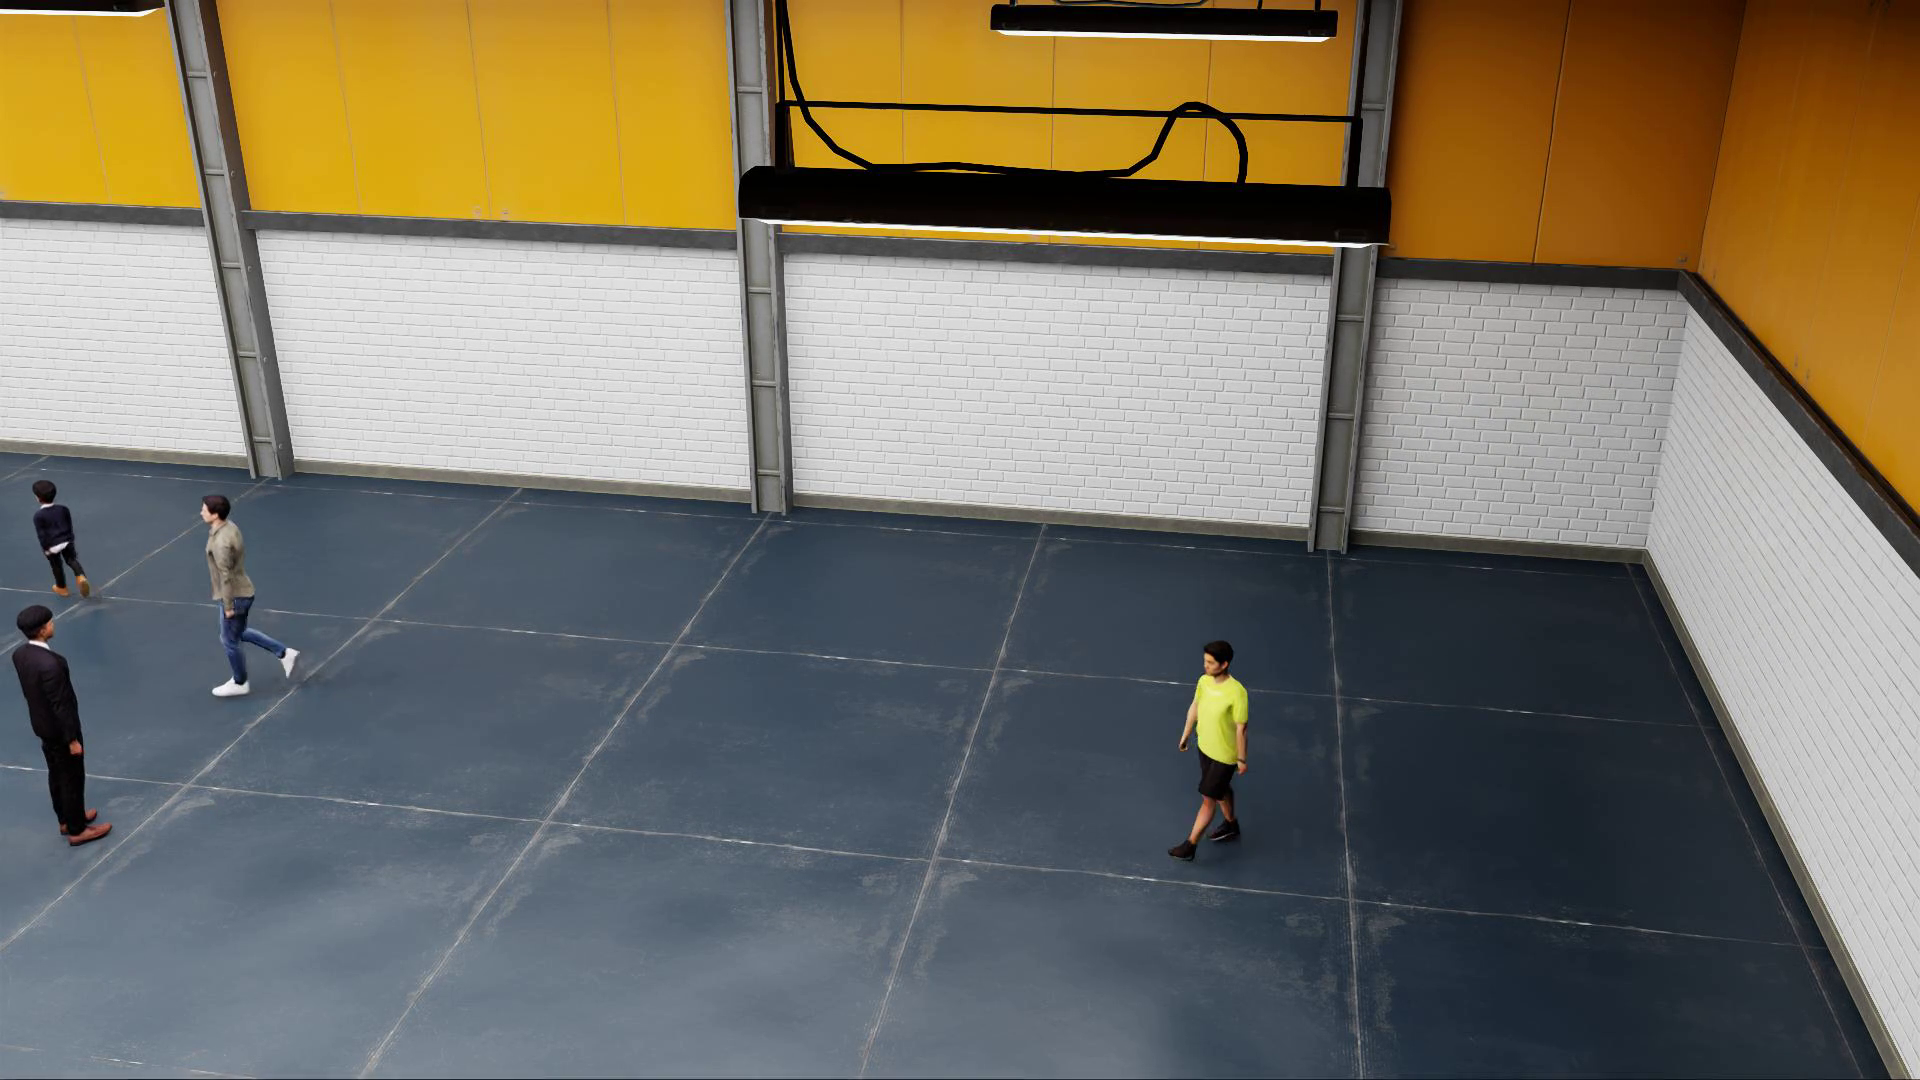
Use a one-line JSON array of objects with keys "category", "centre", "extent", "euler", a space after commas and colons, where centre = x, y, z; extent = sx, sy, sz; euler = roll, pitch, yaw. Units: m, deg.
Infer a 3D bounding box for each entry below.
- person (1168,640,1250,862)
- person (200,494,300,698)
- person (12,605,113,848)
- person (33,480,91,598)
[{"category": "person", "centre": [1.942, 1.481, 12.082], "extent": [1.105, 1.678, 1.011], "euler": [-13, 27, -27]}, {"category": "person", "centre": [-6.106, 0.465, 14.189], "extent": [1.086, 1.852, 0.919], "euler": [-5, 24, -12]}, {"category": "person", "centre": [-6.596, 1.358, 12.116], "extent": [0.697, 1.877, 0.843], "euler": [19, 30, 37]}, {"category": "person", "centre": [-8.677, 0.001, 16.047], "extent": [0.834, 1.215, 0.700], "euler": [17, 29, 33]}]
